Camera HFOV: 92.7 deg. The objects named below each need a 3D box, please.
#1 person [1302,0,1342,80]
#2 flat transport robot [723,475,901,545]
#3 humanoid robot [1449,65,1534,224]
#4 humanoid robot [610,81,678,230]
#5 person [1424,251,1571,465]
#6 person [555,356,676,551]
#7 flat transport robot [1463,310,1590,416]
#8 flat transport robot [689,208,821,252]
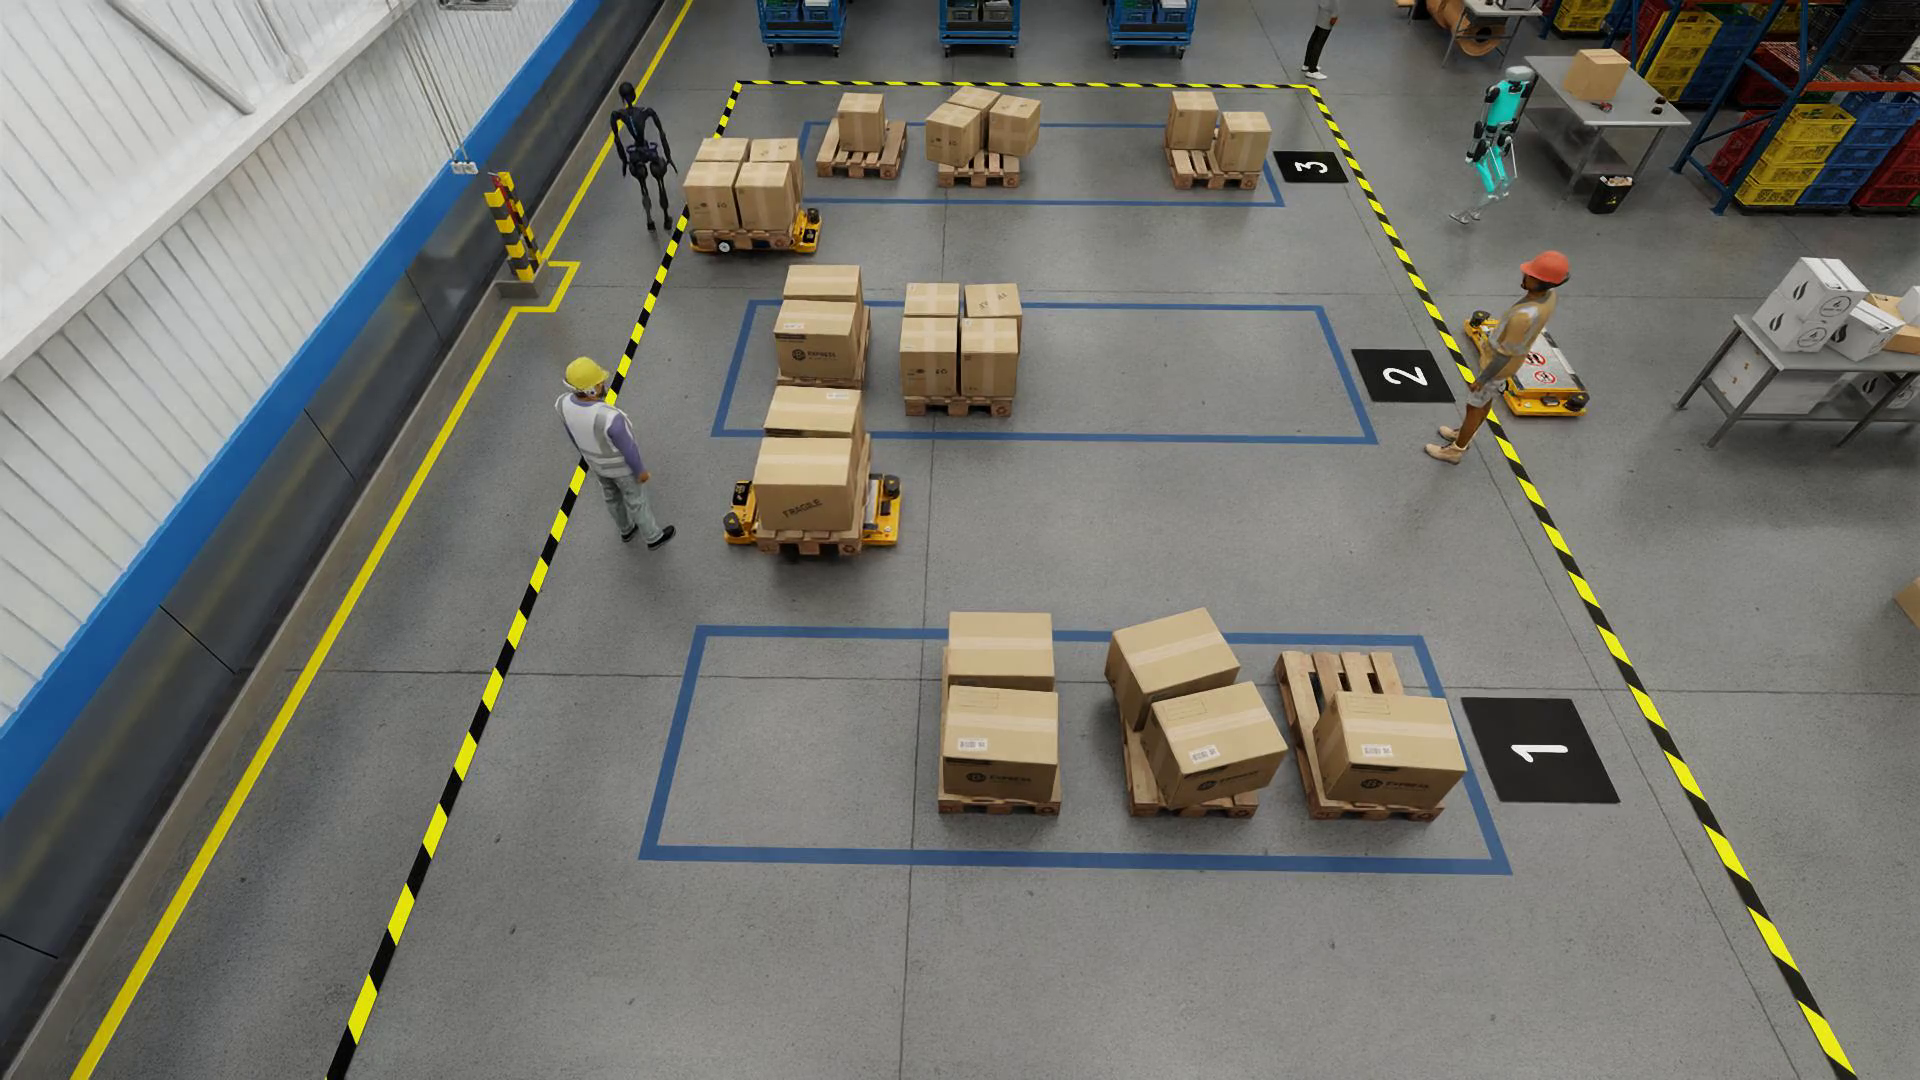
[{"bbox_3d":[5.292,-7.592,13.057,0.378,1.852,0.589,1,49,1],"label":"person"},{"bbox_3d":[-1.233,-0.271,7.750,1.431,0.197,0.652,1,49,1],"label":"flat transport robot"},{"bbox_3d":[6.013,-4.304,10.202,0.533,1.671,0.735,-12,50,-10],"label":"humanoid robot"},{"bbox_3d":[-3.521,-4.242,10.272,0.616,1.640,0.428,-7,49,-6],"label":"humanoid robot"},{"bbox_3d":[4.478,-1.489,7.647,0.360,2.047,0.612,35,58,26],"label":"person"},{"bbox_3d":[-2.658,-0.630,7.048,0.588,1.826,0.404,21,52,17],"label":"person"},{"bbox_3d":[5.573,-1.757,9.054,0.659,0.231,1.431,1,49,1],"label":"flat transport robot"},{"bbox_3d":[-2.368,-3.613,10.642,1.431,0.197,0.652,1,49,1],"label":"flat transport robot"}]
